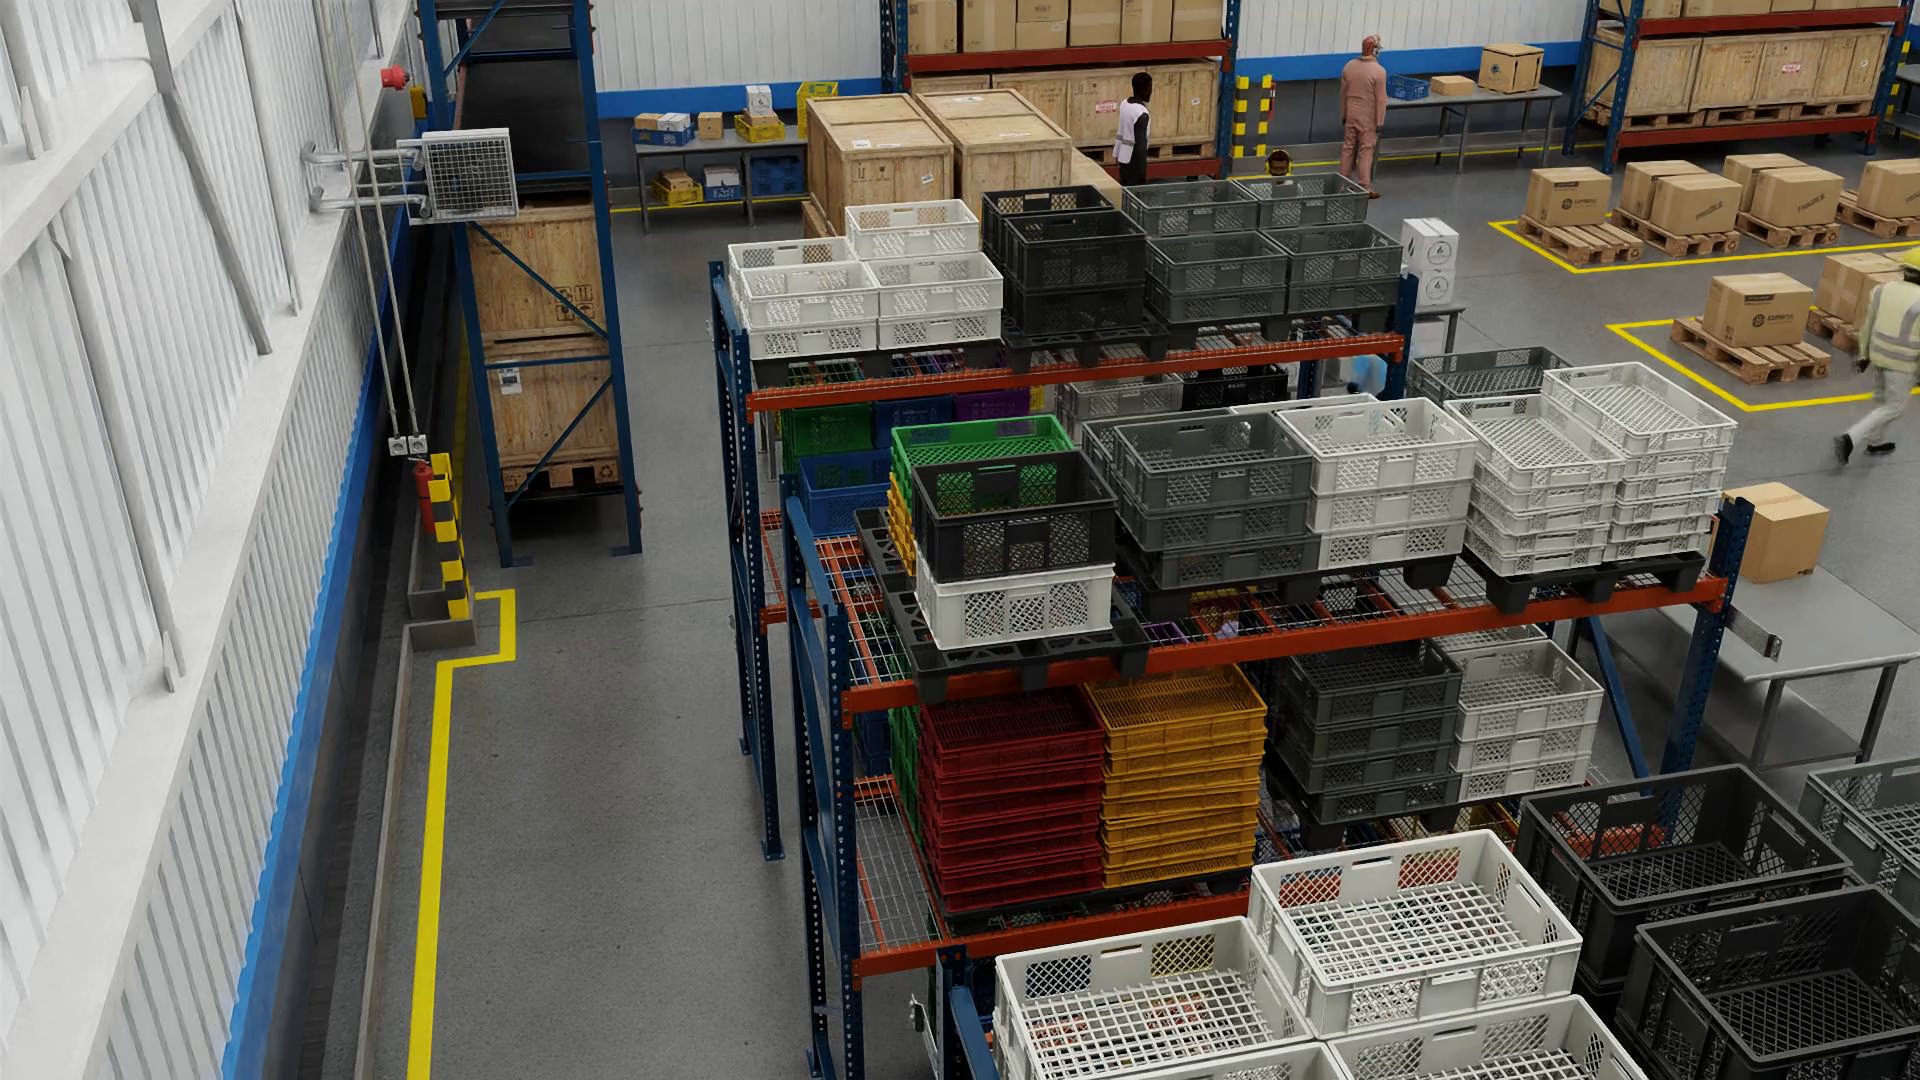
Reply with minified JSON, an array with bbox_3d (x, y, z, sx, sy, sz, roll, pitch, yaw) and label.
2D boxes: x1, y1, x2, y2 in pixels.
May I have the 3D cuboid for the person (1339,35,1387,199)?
[{"bbox_3d":[4.823,-5.042,19.840,0.406,1.910,0.639,-20,34,-33],"label":"person"}]

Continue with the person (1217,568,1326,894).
[{"bbox_3d":[1.561,0.978,8.394,0.635,1.932,0.372,1,28,2],"label":"person"}]

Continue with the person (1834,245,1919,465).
[{"bbox_3d":[7.328,-1.439,13.104,0.748,1.809,0.595,-8,29,-15],"label":"person"}]

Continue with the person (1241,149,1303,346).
[{"bbox_3d":[2.894,-2.716,15.468,0.535,1.868,0.309,0,28,-1],"label":"person"}]

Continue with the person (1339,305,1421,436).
[{"bbox_3d":[3.092,-0.955,12.365,0.613,1.670,0.347,-9,29,-16],"label":"person"}]

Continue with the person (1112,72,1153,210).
[{"bbox_3d":[1.871,-4.116,18.086,0.386,1.911,0.592,-7,29,-14],"label":"person"}]
